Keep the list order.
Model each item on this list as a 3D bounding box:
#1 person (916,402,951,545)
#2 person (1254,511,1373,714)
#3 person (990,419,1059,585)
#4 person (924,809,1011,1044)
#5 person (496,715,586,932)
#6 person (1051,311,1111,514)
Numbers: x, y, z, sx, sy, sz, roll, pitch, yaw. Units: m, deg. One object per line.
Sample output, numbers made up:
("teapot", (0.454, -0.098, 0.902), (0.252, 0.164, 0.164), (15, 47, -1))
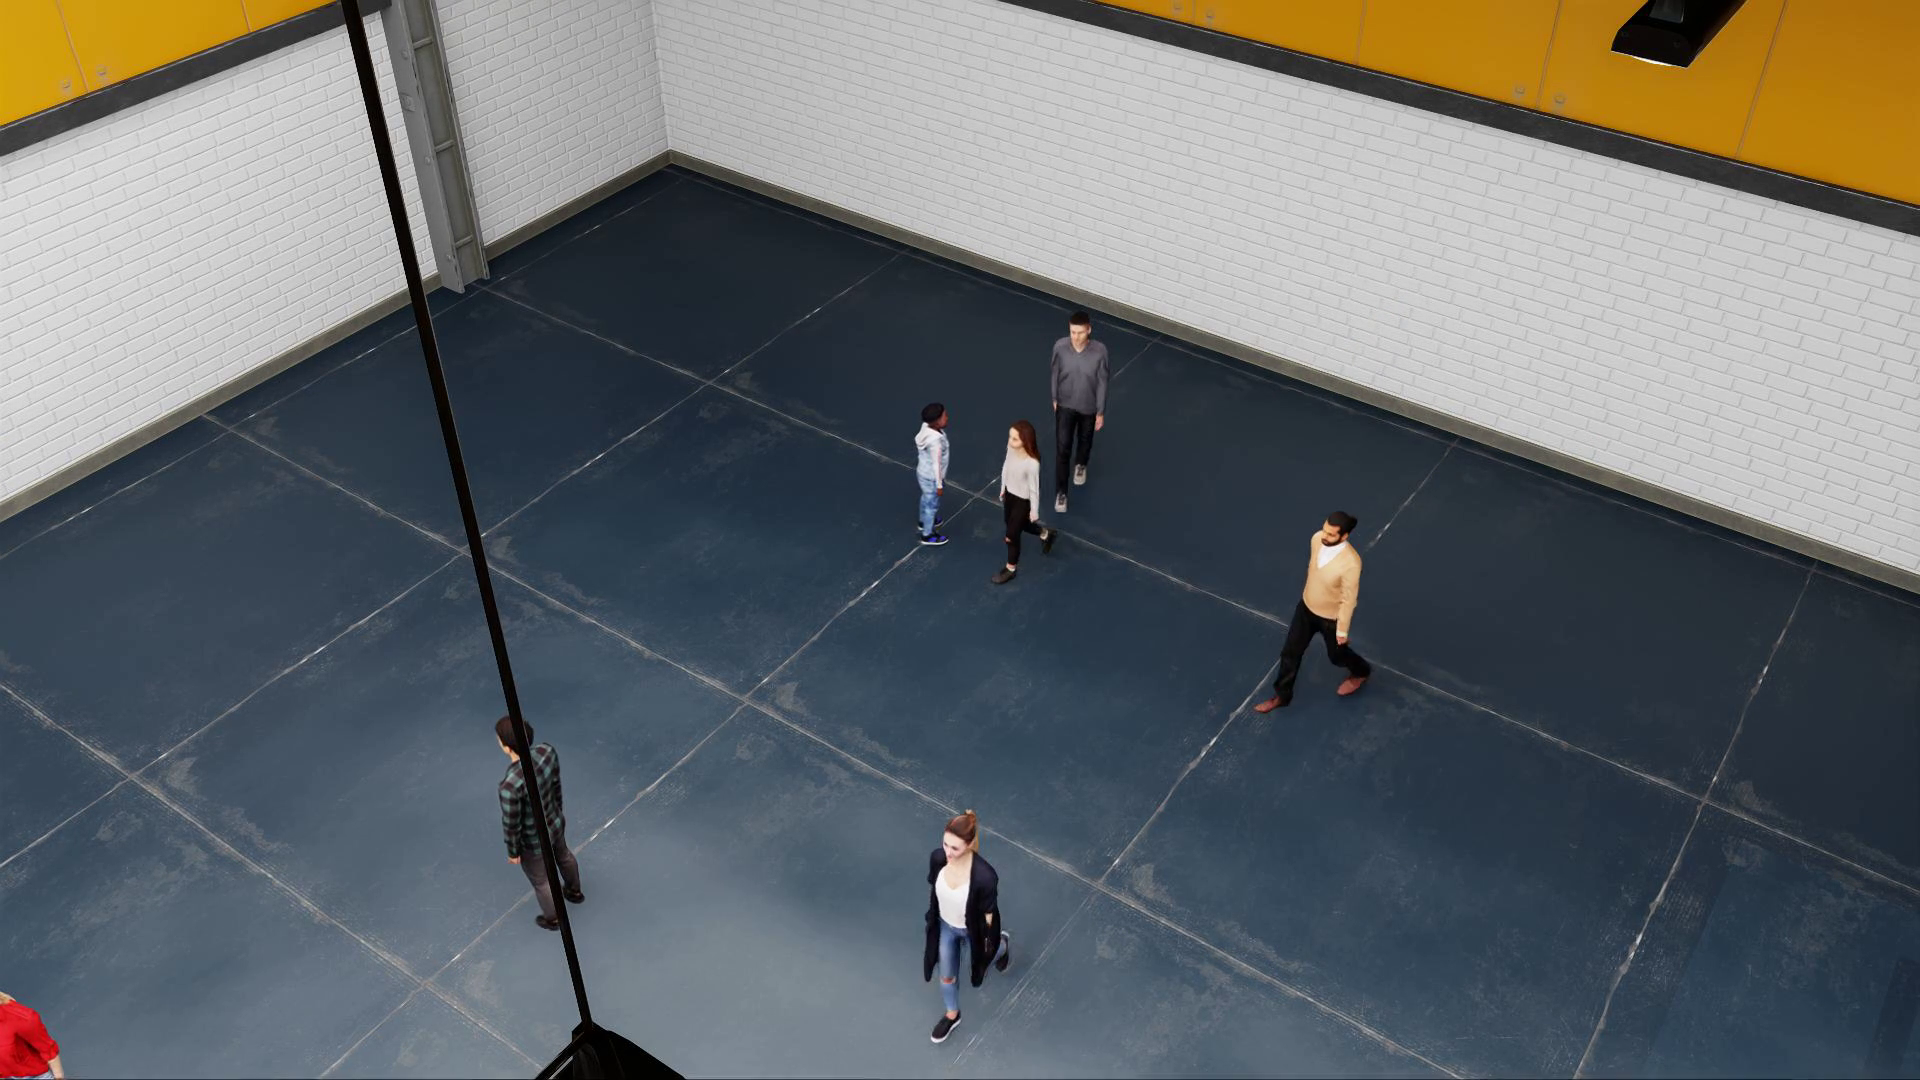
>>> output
("person", (-0.229, -0.544, 13.186), (0.622, 1.255, 0.564), (-7, 39, -8))
("person", (2.608, 0.482, 11.521), (1.253, 1.730, 0.992), (-20, 43, -23))
("person", (0.511, -0.335, 12.753), (0.944, 1.468, 0.757), (-21, 43, -24))
("person", (0.071, 2.146, 9.489), (0.644, 1.665, 0.962), (22, 44, 26))
("person", (-2.563, 1.720, 10.080), (0.755, 1.707, 0.555), (15, 41, 18))
("person", (0.985, -1.148, 13.567), (0.952, 1.723, 1.147), (3, 39, 4))
